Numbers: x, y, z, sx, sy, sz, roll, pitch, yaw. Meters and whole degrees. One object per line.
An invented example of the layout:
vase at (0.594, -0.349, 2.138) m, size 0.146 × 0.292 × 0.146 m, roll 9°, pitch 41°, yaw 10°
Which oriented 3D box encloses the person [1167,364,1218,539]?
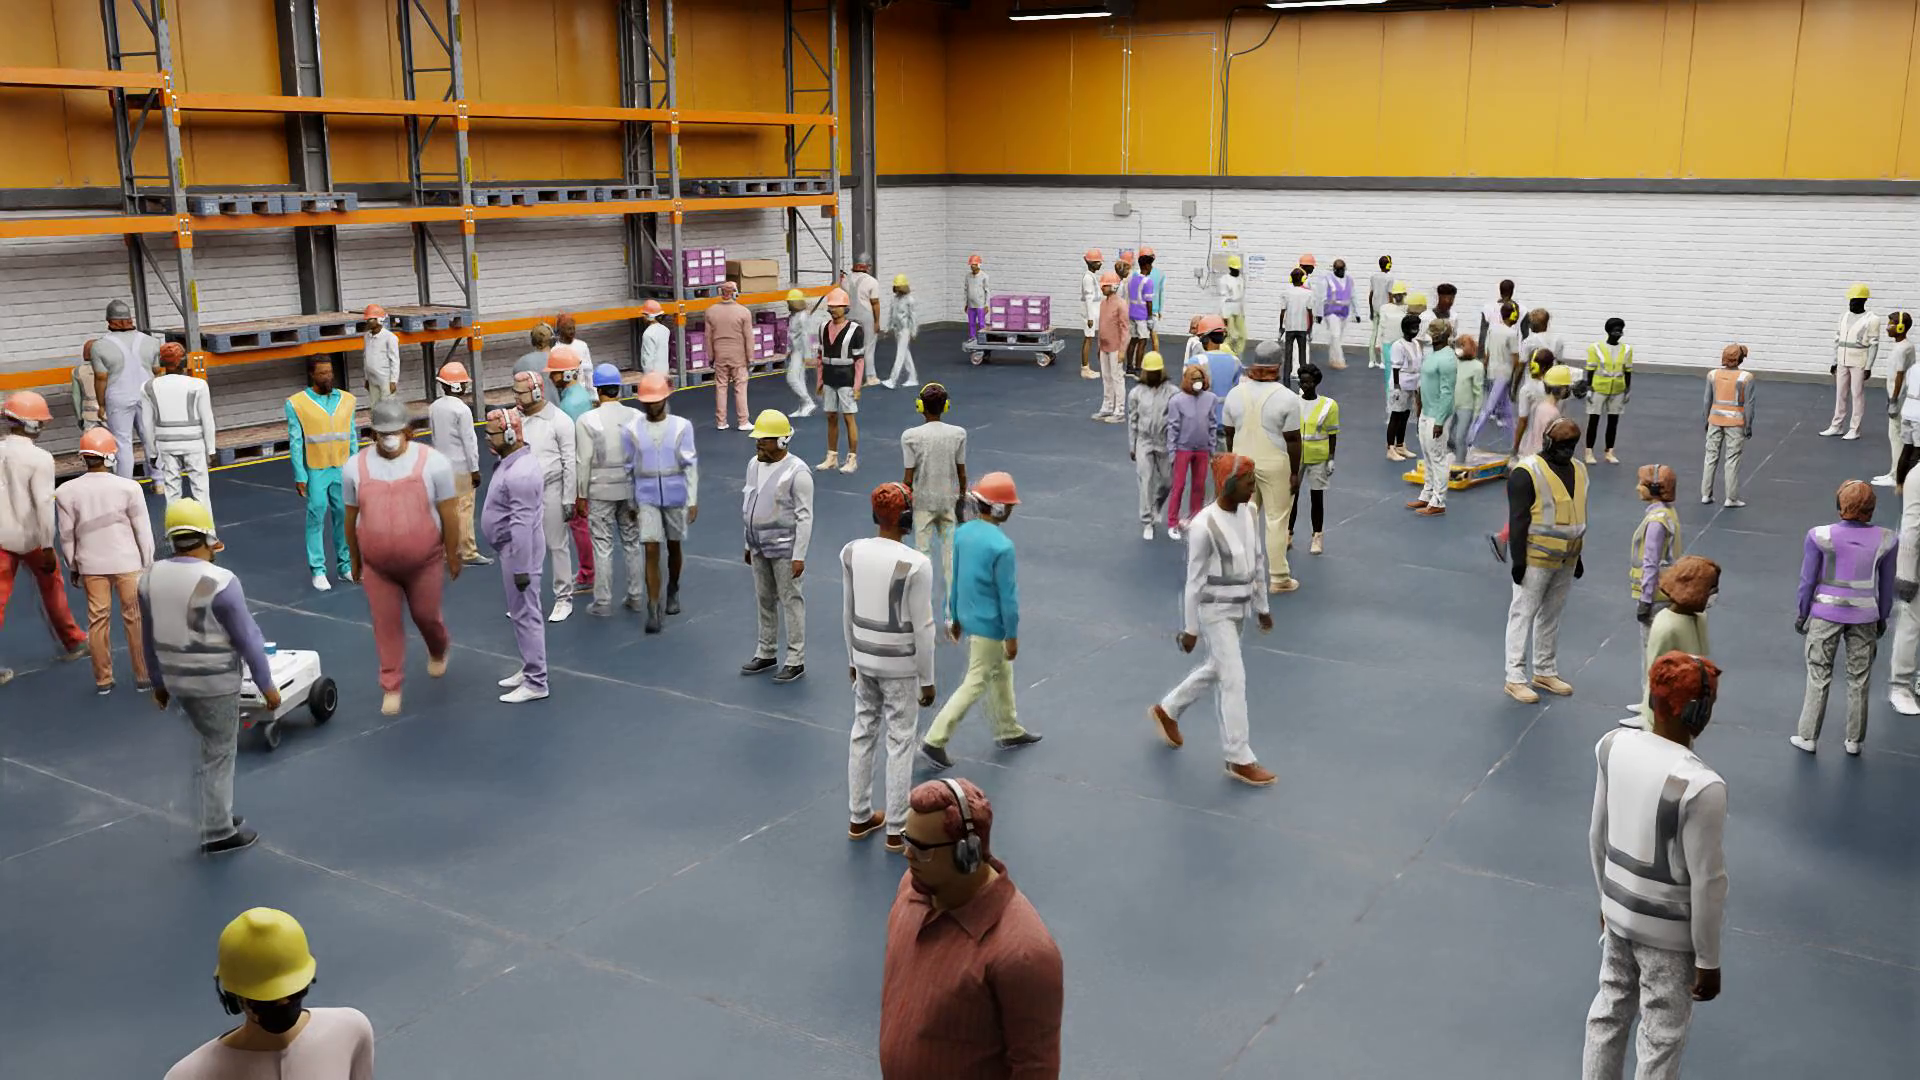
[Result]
person at (2.123, -0.811, 15.247) m, size 0.505 × 1.623 × 0.316 m, roll -5°, pitch 14°, yaw -20°

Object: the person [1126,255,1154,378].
person at (2.882, -3.551, 26.420) m, size 0.395 × 1.953 × 0.620 m, roll -6°, pitch 14°, yaw -23°

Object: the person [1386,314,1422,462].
person at (5.129, -1.756, 19.184) m, size 0.319 × 1.693 × 0.533 m, roll 11°, pitch 17°, yaw 40°

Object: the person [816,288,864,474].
person at (-1.343, -1.753, 18.393) m, size 0.605 × 2.048 × 0.369 m, roll 8°, pitch 15°, yaw 32°

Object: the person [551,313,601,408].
person at (-4.126, -1.492, 17.732) m, size 0.981 × 1.834 × 0.593 m, roll 9°, pitch 16°, yaw 33°

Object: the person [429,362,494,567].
person at (-4.286, -0.647, 14.243) m, size 0.563 × 1.752 × 0.326 m, roll 11°, pitch 17°, yaw 39°

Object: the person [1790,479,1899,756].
person at (5.145, 0.460, 9.691) m, size 0.514 × 1.641 × 0.308 m, roll 3°, pitch 13°, yaw 11°

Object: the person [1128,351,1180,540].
person at (1.791, -0.891, 15.351) m, size 0.503 × 1.726 × 0.545 m, roll 0°, pitch 13°, yaw 0°

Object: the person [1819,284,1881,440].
person at (11.065, -2.207, 20.625) m, size 0.375 × 1.929 × 0.585 m, roll -5°, pitch 14°, yaw -20°

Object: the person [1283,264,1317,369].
person at (5.575, -3.656, 27.303) m, size 0.536 × 1.761 × 0.343 m, roll 7°, pitch 15°, yaw 26°

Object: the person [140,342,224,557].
person at (-6.811, -0.786, 14.565) m, size 0.575 × 1.883 × 0.362 m, roll -2°, pitch 13°, yaw -9°

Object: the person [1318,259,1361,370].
person at (6.281, -3.694, 27.330) m, size 0.703 × 1.801 × 0.857 m, roll -6°, pitch 14°, yaw -23°

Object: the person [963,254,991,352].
person at (0.284, -4.227, 29.771) m, size 0.569 × 1.749 × 0.342 m, roll 11°, pitch 17°, yaw 39°

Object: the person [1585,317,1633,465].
person at (7.371, -1.691, 18.914) m, size 0.533 × 1.689 × 0.334 m, roll 0°, pitch 13°, yaw 0°

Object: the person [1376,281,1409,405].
person at (6.164, -2.778, 23.490) m, size 0.530 × 1.754 × 0.431 m, roll 6°, pitch 14°, yaw 24°

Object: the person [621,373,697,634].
person at (-2.239, -0.307, 12.448) m, size 0.551 × 1.904 × 0.852 m, roll -2°, pitch 13°, yaw -8°

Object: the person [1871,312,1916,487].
person at (9.967, -1.495, 17.710) m, size 0.351 × 1.859 × 0.506 m, roll 9°, pitch 16°, yaw 33°

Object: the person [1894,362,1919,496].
person at (9.795, -1.236, 16.944) m, size 0.320 × 1.688 × 0.536 m, roll 0°, pitch 13°, yaw 2°

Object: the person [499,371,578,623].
person at (-3.188, -0.324, 12.515) m, size 0.652 × 1.902 × 0.402 m, roll 5°, pitch 14°, yaw 20°

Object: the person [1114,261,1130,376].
person at (2.533, -3.552, 26.673) m, size 0.350 × 1.837 × 0.502 m, roll -1°, pitch 13°, yaw -5°

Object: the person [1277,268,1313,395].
person at (4.944, -3.069, 24.517) m, size 0.521 × 1.860 × 0.328 m, roll 2°, pitch 13°, yaw 9°

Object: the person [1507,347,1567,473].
person at (5.030, -0.732, 14.397) m, size 0.567 × 1.849 × 0.523 m, roll -5°, pitch 14°, yaw -21°

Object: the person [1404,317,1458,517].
person at (4.625, -1.197, 16.221) m, size 0.372 × 1.940 × 0.631 m, roll 0°, pitch 13°, yaw -1°

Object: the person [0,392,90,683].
person at (-6.314, -0.029, 11.194) m, size 0.735 × 1.926 × 1.043 m, roll 3°, pitch 13°, yaw 15°

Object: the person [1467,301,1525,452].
person at (6.370, -1.892, 19.533) m, size 1.032 × 1.811 × 0.514 m, roll -2°, pitch 13°, yaw -8°

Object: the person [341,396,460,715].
person at (-3.566, 0.039, 10.635) m, size 0.705 × 2.000 × 0.729 m, roll -2°, pitch 13°, yaw -7°

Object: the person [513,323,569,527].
person at (-3.883, -1.082, 15.723) m, size 0.632 × 1.940 × 0.372 m, roll 4°, pitch 13°, yaw 15°

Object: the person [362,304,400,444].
person at (-6.905, -1.928, 19.792) m, size 0.561 × 1.753 × 0.327 m, roll 8°, pitch 15°, yaw 32°

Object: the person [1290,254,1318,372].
person at (5.551, -3.637, 26.813) m, size 0.364 × 1.934 × 0.552 m, roll 0°, pitch 13°, yaw 1°

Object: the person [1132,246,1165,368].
person at (3.030, -3.761, 27.143) m, size 0.613 × 2.034 × 0.408 m, roll -6°, pitch 14°, yaw -26°

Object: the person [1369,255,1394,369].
person at (7.004, -3.778, 27.567) m, size 0.327 × 1.874 × 0.518 m, roll -9°, pitch 16°, yaw -35°

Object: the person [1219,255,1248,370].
person at (4.533, -3.717, 27.266) m, size 0.655 × 1.883 × 0.596 m, roll -10°, pitch 17°, yaw -38°

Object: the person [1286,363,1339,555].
person at (3.049, -0.713, 14.651) m, size 0.540 × 1.695 × 0.317 m, roll 6°, pitch 14°, yaw 23°

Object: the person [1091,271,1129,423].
person at (1.984, -2.546, 21.948) m, size 0.397 × 1.992 × 0.623 m, roll -6°, pitch 14°, yaw -26°

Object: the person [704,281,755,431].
person at (-2.919, -2.345, 21.271) m, size 0.654 × 1.906 × 0.407 m, roll 3°, pitch 13°, yaw 14°

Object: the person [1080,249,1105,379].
person at (2.093, -3.568, 26.278) m, size 0.386 × 2.041 × 0.615 m, roll 1°, pitch 13°, yaw 6°

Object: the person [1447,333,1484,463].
person at (5.369, -1.407, 17.807) m, size 0.436 × 1.621 × 0.514 m, roll -10°, pitch 16°, yaw -36°
